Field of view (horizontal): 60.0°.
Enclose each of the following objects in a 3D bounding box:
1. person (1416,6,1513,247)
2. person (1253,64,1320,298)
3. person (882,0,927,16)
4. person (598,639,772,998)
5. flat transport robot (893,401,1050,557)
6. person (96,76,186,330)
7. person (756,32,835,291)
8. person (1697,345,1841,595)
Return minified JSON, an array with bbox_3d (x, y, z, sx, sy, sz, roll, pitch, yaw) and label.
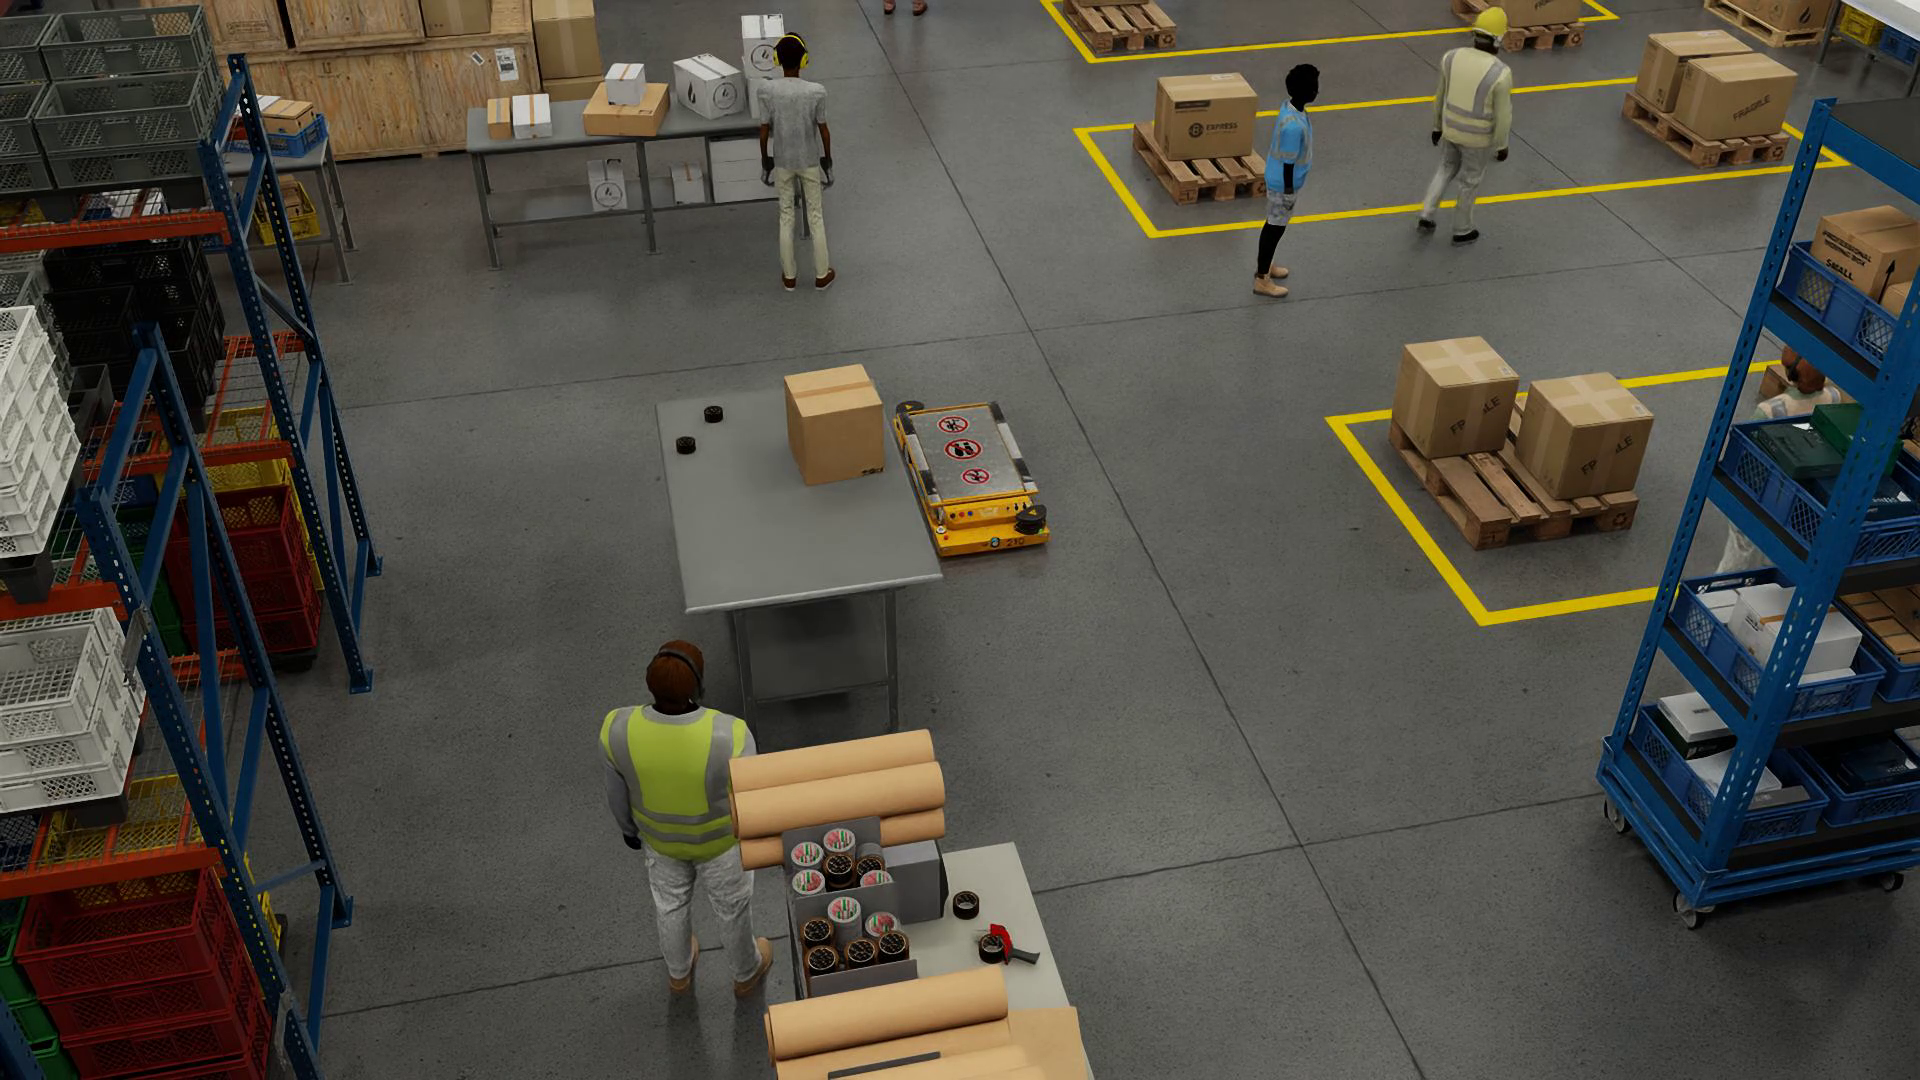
[{"bbox_3d":[3.788,-3.027,12.311,0.440,1.827,0.604,-23,42,-28],"label":"person"},{"bbox_3d":[2.310,-2.544,11.769,0.320,1.690,0.533,6,37,8],"label":"person"},{"bbox_3d":[-0.546,-6.174,16.480,0.657,1.901,0.396,6,37,8],"label":"person"},{"bbox_3d":[-1.065,1.143,6.688,0.637,1.840,0.429,3,37,5],"label":"person"},{"bbox_3d":[0.046,-0.430,10.108,0.652,0.197,1.431,-8,37,-10],"label":"flat transport robot"},{"bbox_3d":[-5.558,-2.234,11.192,0.355,1.885,0.576,-7,37,-9],"label":"person"},{"bbox_3d":[-1.154,-2.654,11.768,0.523,1.870,0.317,1,37,1],"label":"person"},{"bbox_3d":[4.295,-0.310,8.817,0.518,1.632,0.306,-10,38,-14],"label":"person"}]
